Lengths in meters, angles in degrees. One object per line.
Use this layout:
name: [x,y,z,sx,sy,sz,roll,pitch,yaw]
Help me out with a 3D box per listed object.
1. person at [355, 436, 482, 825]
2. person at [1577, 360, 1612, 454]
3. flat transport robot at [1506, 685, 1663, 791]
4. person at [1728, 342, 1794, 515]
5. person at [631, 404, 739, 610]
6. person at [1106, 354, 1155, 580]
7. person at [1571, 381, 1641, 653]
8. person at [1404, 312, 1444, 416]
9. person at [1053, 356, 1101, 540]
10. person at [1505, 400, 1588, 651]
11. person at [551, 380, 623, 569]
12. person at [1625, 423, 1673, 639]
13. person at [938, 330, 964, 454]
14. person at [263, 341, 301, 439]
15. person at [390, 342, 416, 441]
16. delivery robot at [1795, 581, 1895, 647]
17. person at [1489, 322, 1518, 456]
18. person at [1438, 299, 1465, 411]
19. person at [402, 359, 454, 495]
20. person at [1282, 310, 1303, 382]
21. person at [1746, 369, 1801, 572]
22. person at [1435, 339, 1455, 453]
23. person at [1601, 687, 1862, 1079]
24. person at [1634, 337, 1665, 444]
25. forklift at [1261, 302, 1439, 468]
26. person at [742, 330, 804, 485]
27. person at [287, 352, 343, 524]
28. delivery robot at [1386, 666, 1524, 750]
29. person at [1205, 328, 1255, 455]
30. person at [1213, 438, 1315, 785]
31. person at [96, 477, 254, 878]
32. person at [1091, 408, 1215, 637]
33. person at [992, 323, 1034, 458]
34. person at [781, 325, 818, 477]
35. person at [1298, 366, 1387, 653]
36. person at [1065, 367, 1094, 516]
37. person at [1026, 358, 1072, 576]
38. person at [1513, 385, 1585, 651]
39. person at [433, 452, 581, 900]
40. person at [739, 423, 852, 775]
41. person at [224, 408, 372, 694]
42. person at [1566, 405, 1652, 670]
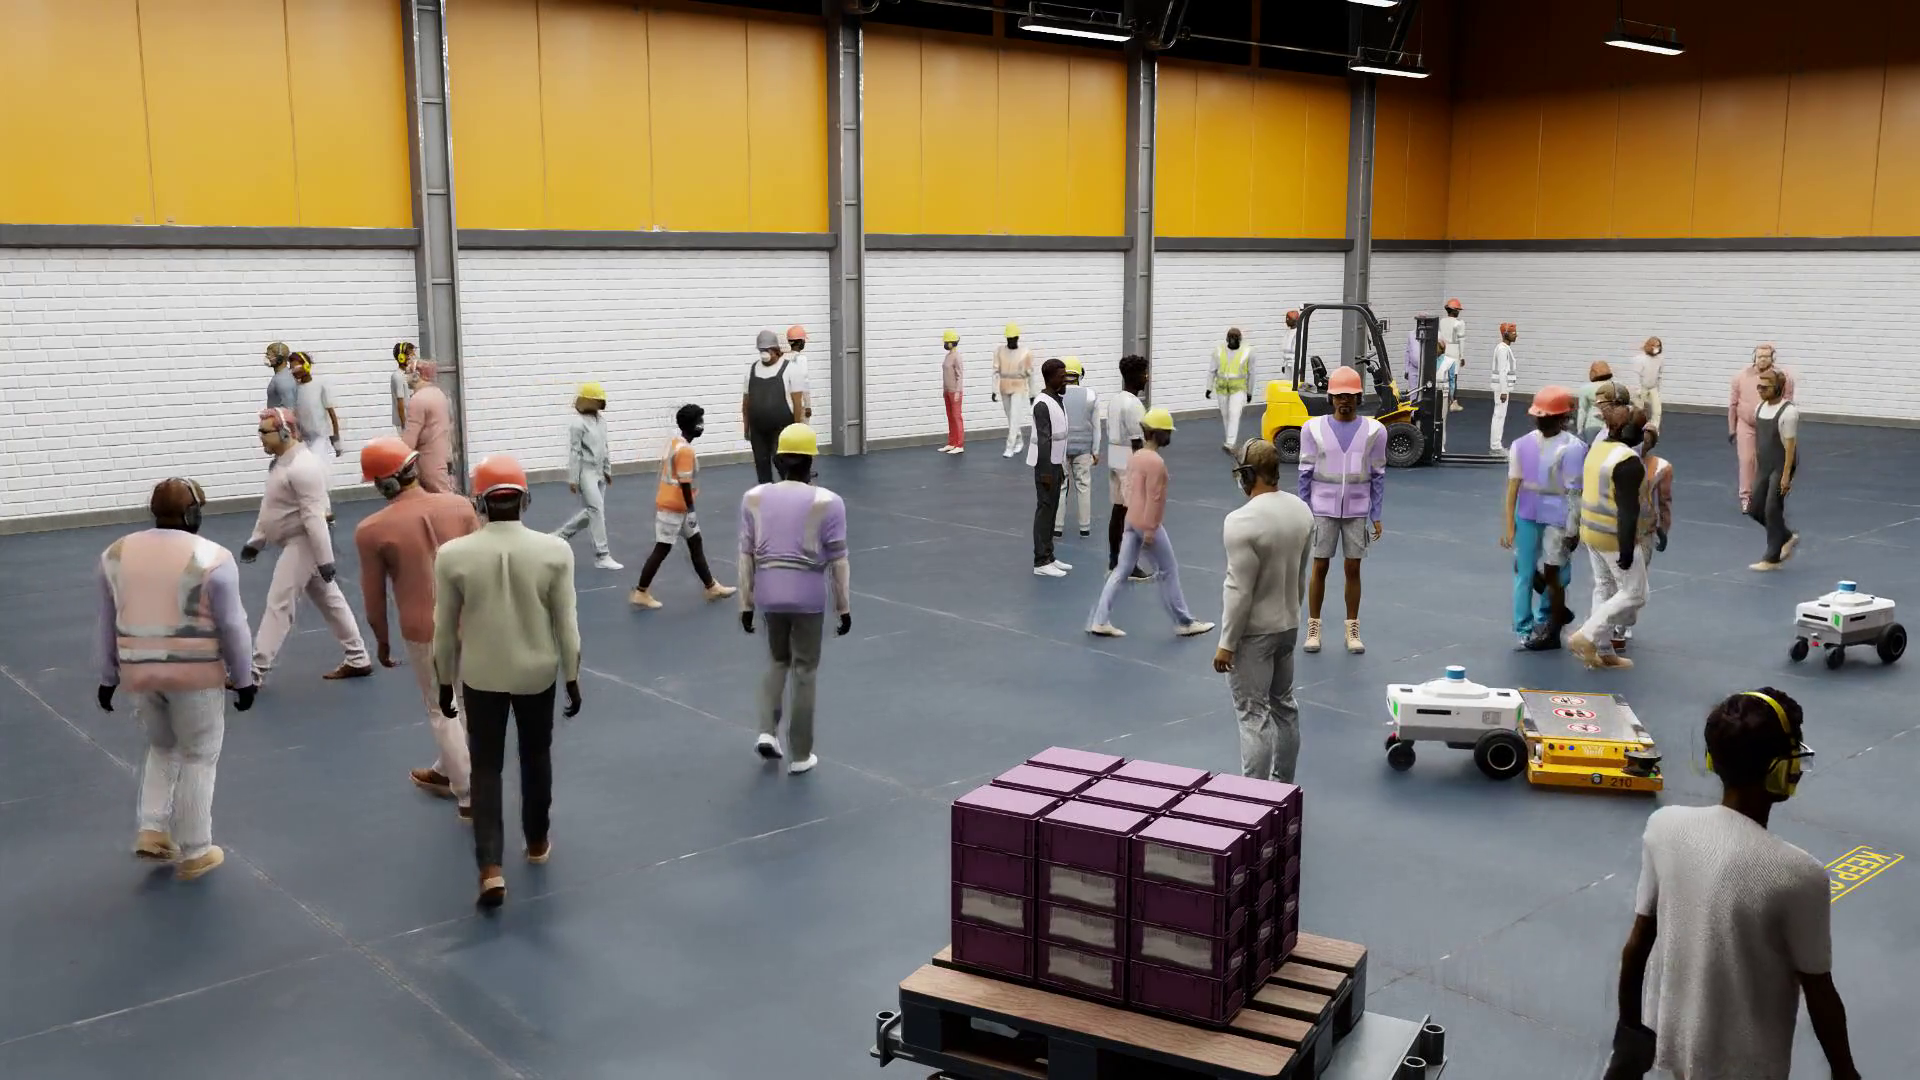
person: [-2.678,0.434,8.371,0.799,1.930,0.686,9,14,44]
person: [7.427,-1.281,19.311,0.516,1.610,0.542,3,10,19]
flat transport robot: [3.479,1.091,9.372,0.652,0.197,1.431,2,10,12]
person: [8.832,-1.247,18.373,0.655,1.877,0.860,4,11,24]
person: [-2.218,-0.261,13.226,0.889,1.640,0.559,-1,10,-8]
person: [1.480,-0.637,14.529,0.368,1.967,0.600,-3,10,-16]
person: [4.625,-0.163,11.841,0.355,1.936,0.637,2,10,9]
person: [7.575,-2.779,27.268,0.638,1.903,0.408,8,13,39]
person: [1.098,-0.910,16.519,0.599,1.832,0.404,-1,10,-4]
person: [4.178,-0.112,11.936,0.593,1.832,0.396,0,10,1]
person: [-3.398,-0.597,15.026,0.717,1.713,0.501,3,10,18]
person: [4.924,-0.072,12.215,0.549,1.614,0.354,3,10,19]
person: [-0.120,-2.116,23.774,0.315,1.770,0.524,-4,10,-22]
person: [-6.992,-1.079,17.204,0.372,1.940,0.630,-4,10,-22]
person: [-6.128,-1.261,18.467,0.328,1.872,0.509,-2,10,-13]
delivery robot: [6.150,0.530,11.554,0.707,0.478,0.477,-6,11,-30]
person: [7.671,-2.124,23.477,0.339,1.882,0.584,3,10,17]
person: [8.925,-3.361,30.271,0.394,2.038,0.605,-8,13,-41]
person: [-5.043,-0.766,15.607,0.980,1.853,0.653,-1,10,-4]
person: [5.743,-3.018,28.740,0.352,1.875,0.572,-4,10,-20]
person: [7.305,-0.618,14.846,0.529,1.828,0.517,-2,10,-13]
person: [6.830,-2.068,23.872,0.518,1.636,0.312,3,10,17]
person: [1.866,1.246,3.947,0.986,1.818,0.518,-3,10,-16]
person: [10.313,-2.221,24.860,0.506,1.610,0.656,-1,10,-9]
forklift: [5.320,-2.157,22.763,2.313,2.155,1.214,3,10,16]
person: [-2.078,-1.295,18.165,0.697,2.000,0.560,3,10,17]
person: [-6.704,-1.017,17.155,0.538,1.829,0.765,3,10,17]
delivery robot: [2.717,0.938,9.164,0.707,0.478,0.477,2,10,10]
person: [3.857,-2.128,23.789,0.638,1.784,0.994,4,11,24]
person: [1.478,0.461,8.205,0.371,1.934,0.627,9,14,44]
person: [-3.560,0.628,7.566,0.691,1.821,0.444,1,10,4]
person: [1.395,-0.120,12.250,0.926,1.705,0.536,-3,10,-15]
person: [0.766,-2.134,23.560,0.575,1.879,0.949,5,11,25]
person: [-2.066,-1.761,21.187,0.350,1.942,0.545,-8,13,-39]
person: [2.701,-0.208,11.795,0.607,2.044,0.378,1,10,7]
person: [1.225,-1.064,17.821,0.537,1.695,0.320,4,11,23]
person: [0.794,-0.648,14.740,0.392,1.919,0.591,2,10,14]
person: [4.185,-0.147,11.829,0.500,1.911,0.569,-3,10,-17]
person: [-2.008,0.585,7.398,0.632,1.964,0.900,-3,10,-15]
person: [-0.898,0.322,9.088,0.596,1.911,0.458,3,10,18]
person: [-4.360,0.061,10.802,1.027,1.843,0.653,-5,11,-26]
person: [4.401,0.001,11.187,0.442,1.828,0.642,0,10,0]
